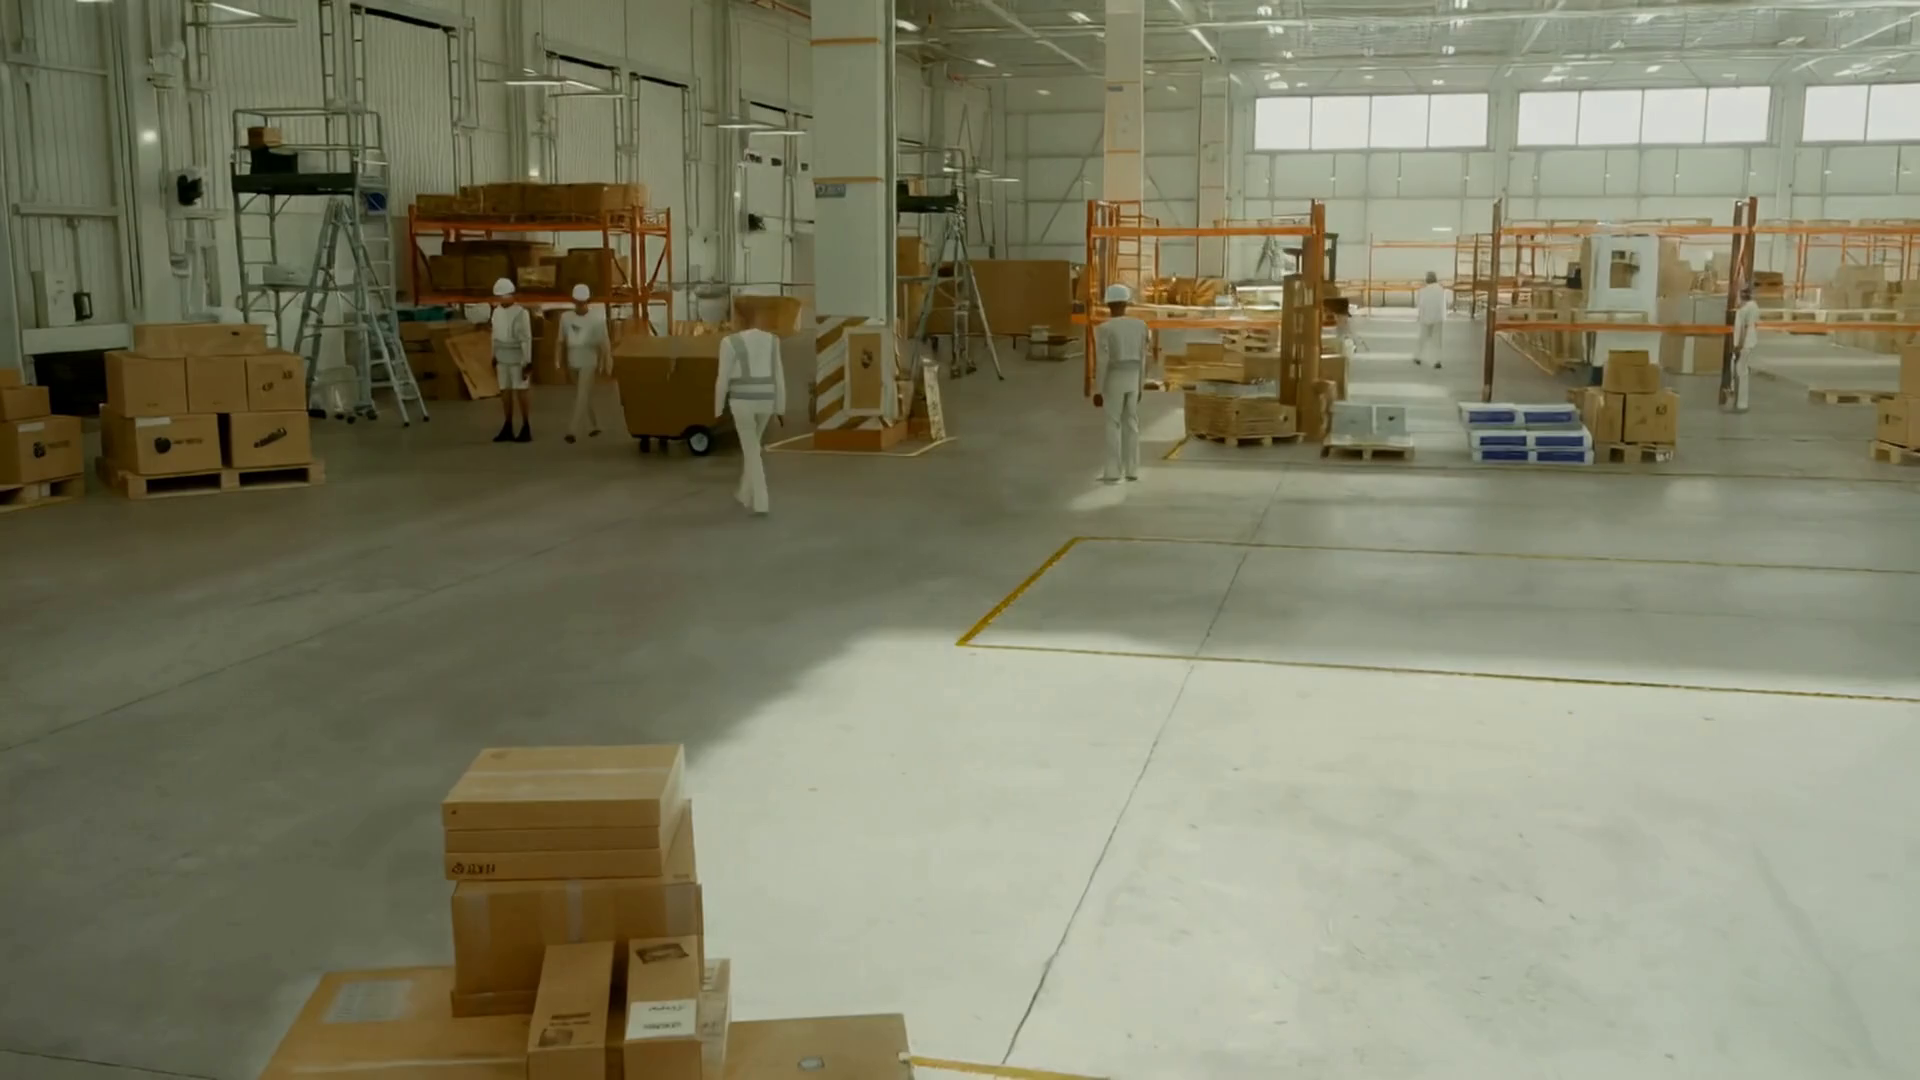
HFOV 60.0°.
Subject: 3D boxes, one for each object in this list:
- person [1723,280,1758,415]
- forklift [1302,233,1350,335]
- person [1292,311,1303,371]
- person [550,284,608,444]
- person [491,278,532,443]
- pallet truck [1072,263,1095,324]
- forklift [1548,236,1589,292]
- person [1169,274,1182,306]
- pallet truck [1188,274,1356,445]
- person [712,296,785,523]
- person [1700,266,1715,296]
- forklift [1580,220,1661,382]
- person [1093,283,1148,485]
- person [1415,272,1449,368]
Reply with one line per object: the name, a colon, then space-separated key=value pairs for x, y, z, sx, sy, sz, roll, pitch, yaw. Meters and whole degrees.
person: x=10.825 y=-2.657 z=23.014 sx=0.327 sy=1.874 sz=0.520 roll=8 pitch=12 yaw=38
forklift: x=9.694 y=-6.888 z=44.961 sx=1.129 sy=2.768 sz=1.873 roll=-2 pitch=10 yaw=-14
person: x=6.616 y=-4.099 z=31.921 sx=0.335 sy=1.735 sz=0.484 roll=6 pitch=11 yaw=33
person: x=-4.465 y=-2.084 z=19.670 sx=0.593 sy=1.865 sz=1.046 roll=3 pitch=10 yaw=18
person: x=-5.302 y=-2.104 z=19.564 sx=0.552 sy=1.935 sz=0.374 roll=5 pitch=11 yaw=27
pallet truck: x=4.325 y=-8.180 z=55.162 sx=0.823 sy=1.965 sz=1.885 roll=6 pitch=11 yaw=31
forklift: x=19.304 y=-8.073 z=51.935 sx=1.873 sy=2.768 sz=1.129 roll=2 pitch=10 yaw=11
person: x=7.024 y=-7.857 z=54.306 sx=0.911 sy=1.637 sz=0.571 roll=-7 pitch=12 yaw=-36
pallet truck: x=3.653 y=-2.138 z=19.590 sx=1.885 sy=1.965 sz=0.823 roll=-4 pitch=10 yaw=-20
person: x=-1.826 y=-1.086 z=13.811 sx=0.606 sy=1.850 sz=0.869 roll=-9 pitch=13 yaw=-43
person: x=22.812 y=-7.401 z=50.804 sx=0.362 sy=1.929 sz=0.629 roll=5 pitch=11 yaw=29
forklift: x=11.608 y=-4.185 z=29.044 sx=1.129 sy=2.768 sz=1.873 roll=2 pitch=10 yaw=14
person: x=1.539 y=-1.496 z=16.001 sx=0.594 sy=1.929 sz=0.352 roll=-6 pitch=12 yaw=-33
person: x=9.415 y=-4.389 z=33.180 sx=0.645 sy=1.877 sz=1.040 roll=0 pitch=10 yaw=-1
